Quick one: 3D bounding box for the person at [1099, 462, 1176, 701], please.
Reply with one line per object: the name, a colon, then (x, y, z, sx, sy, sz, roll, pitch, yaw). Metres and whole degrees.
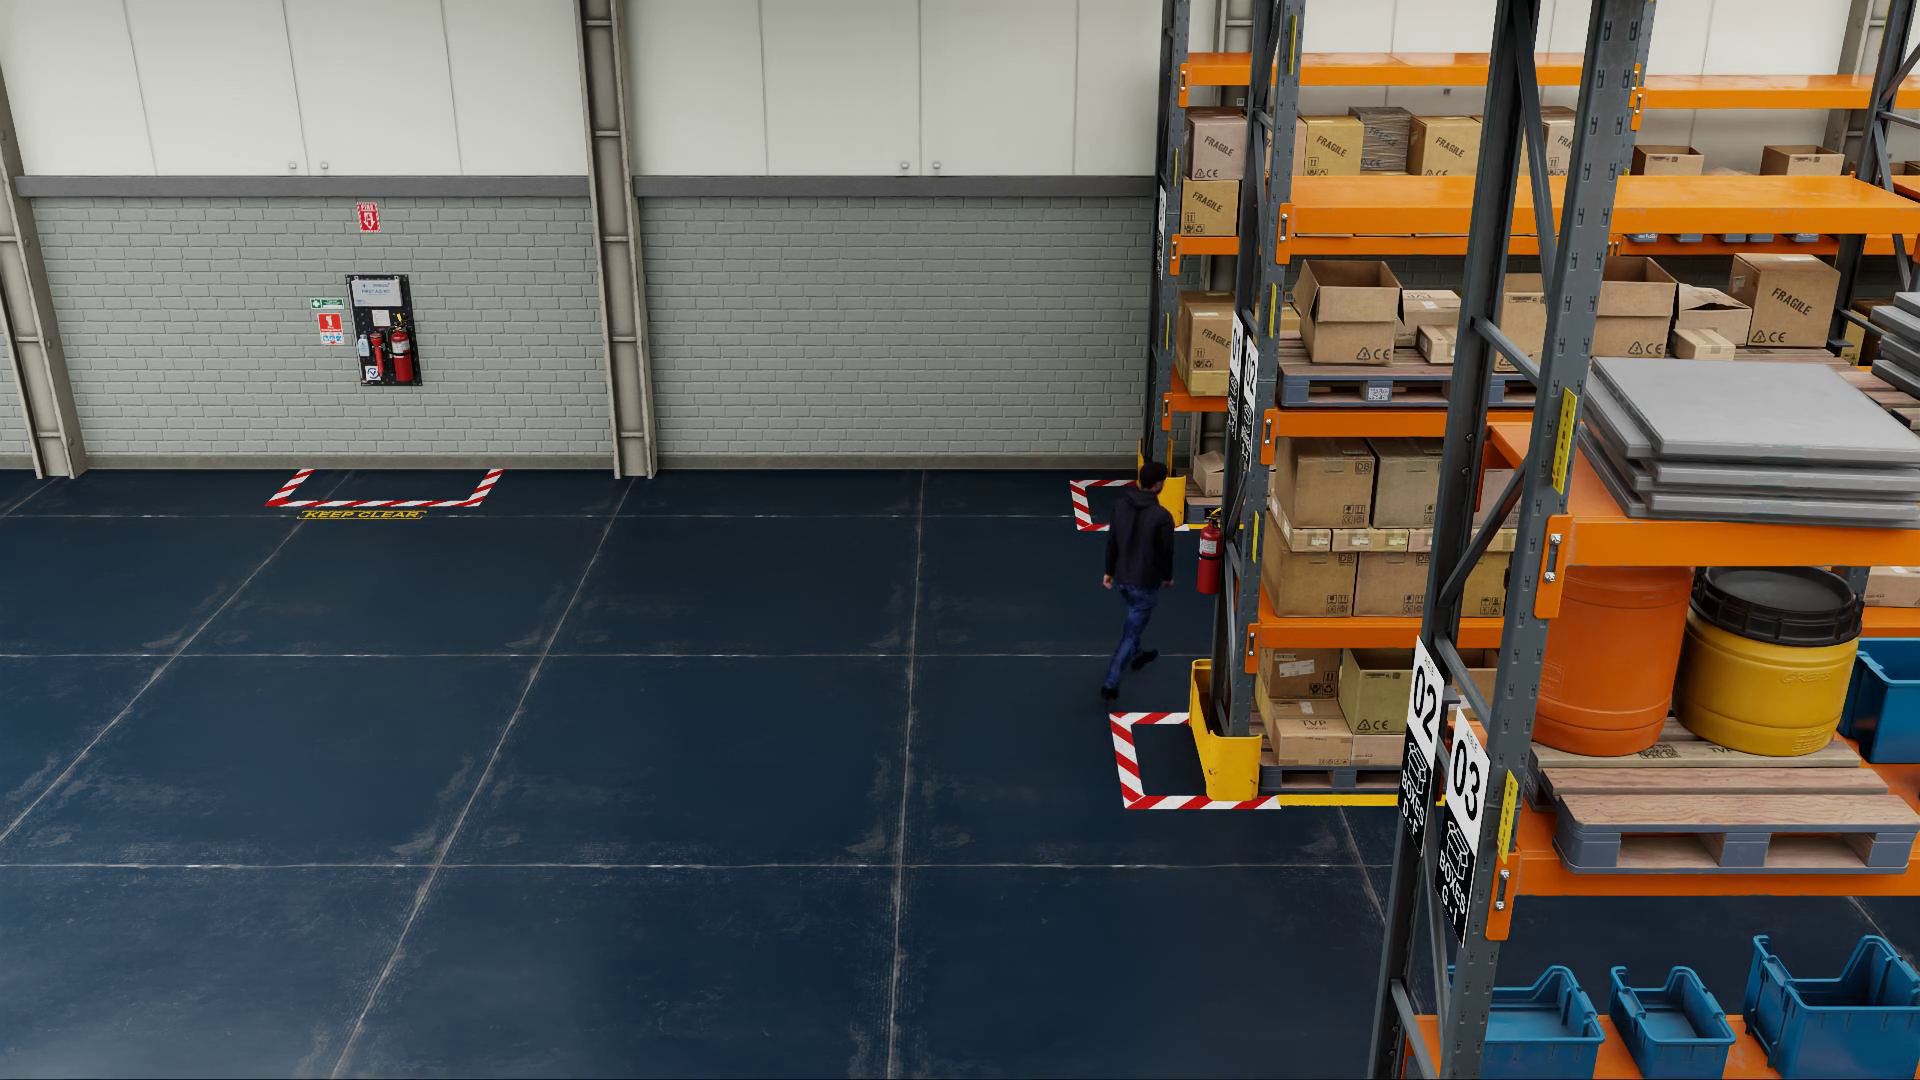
person: (1.306, 0.356, 12.559, 1.206, 1.839, 1.228, 16, 28, 33)
